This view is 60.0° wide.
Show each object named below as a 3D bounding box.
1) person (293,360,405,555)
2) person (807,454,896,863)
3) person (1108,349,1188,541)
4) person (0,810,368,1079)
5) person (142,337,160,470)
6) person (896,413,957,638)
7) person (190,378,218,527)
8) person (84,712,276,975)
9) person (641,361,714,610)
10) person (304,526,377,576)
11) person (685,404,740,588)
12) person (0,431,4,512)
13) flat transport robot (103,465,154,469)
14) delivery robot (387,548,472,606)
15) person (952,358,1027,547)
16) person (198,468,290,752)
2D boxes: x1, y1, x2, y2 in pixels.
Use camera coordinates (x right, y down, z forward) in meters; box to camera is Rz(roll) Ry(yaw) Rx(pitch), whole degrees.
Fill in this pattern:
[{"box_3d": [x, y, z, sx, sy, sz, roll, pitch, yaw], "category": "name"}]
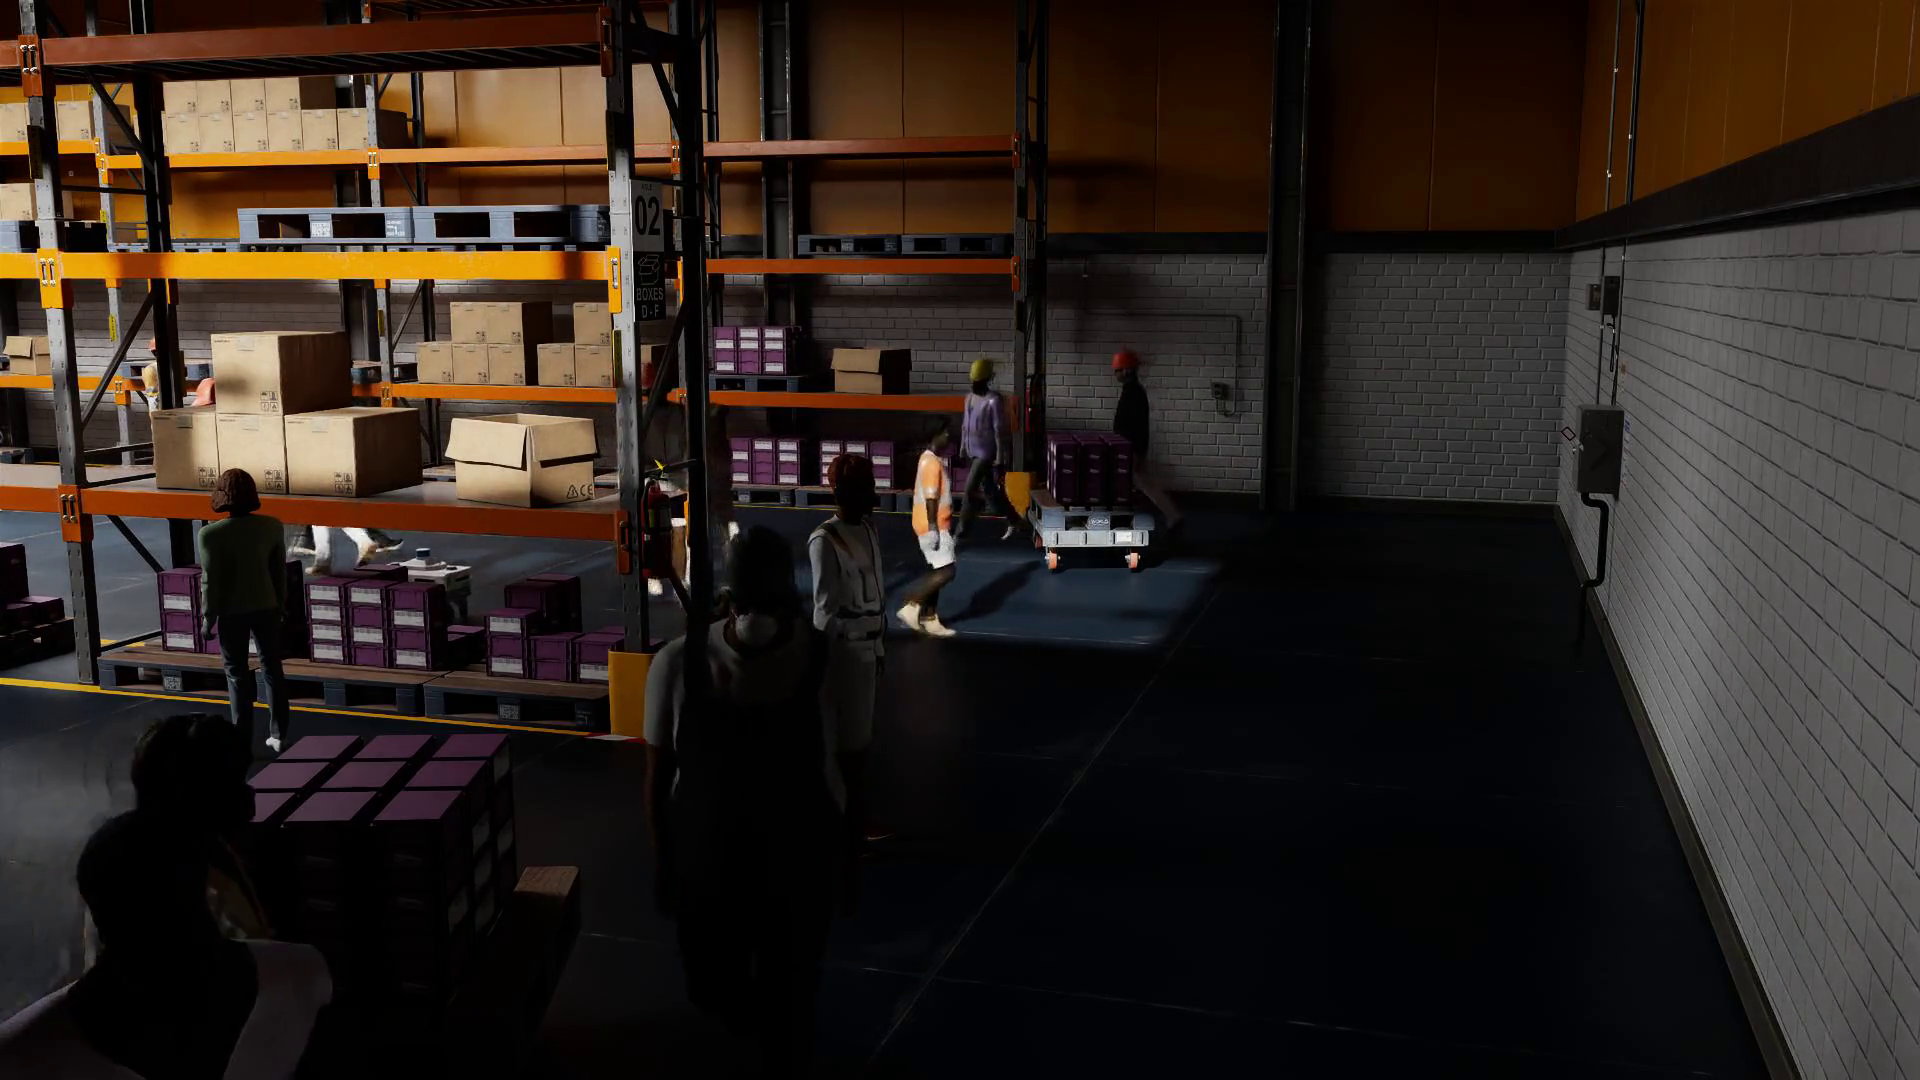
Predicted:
[{"box_3d": [-5.908, -0.803, 15.837, 1.011, 1.920, 0.612, -5, 11, -30], "category": "person"}, {"box_3d": [-0.505, 0.539, 7.755, 0.346, 1.882, 0.584, 3, 10, 18], "category": "person"}, {"box_3d": [1.788, -0.939, 16.605, 1.025, 1.948, 0.632, 2, 10, 12], "category": "person"}, {"box_3d": [-1.235, 1.360, 2.799, 0.958, 1.872, 0.613, 8, 12, 39], "category": "person"}, {"box_3d": [-9.473, -1.462, 19.827, 0.419, 1.946, 0.550, 0, 9, 3], "category": "person"}, {"box_3d": [-0.198, -0.092, 12.185, 0.384, 1.686, 0.552, 0, 9, -1], "category": "person"}, {"box_3d": [-5.432, -0.228, 12.277, 0.552, 1.933, 0.373, 5, 11, 30], "category": "person"}, {"box_3d": [-1.750, 1.254, 3.711, 0.978, 1.791, 0.640, -3, 10, -20], "category": "person"}, {"box_3d": [-2.340, -0.430, 13.302, 0.730, 2.011, 0.517, -5, 11, -28], "category": "person"}, {"box_3d": [-5.552, -0.574, 14.753, 0.575, 1.827, 0.636, 4, 10, 22], "category": "person"}, {"box_3d": [-2.091, -0.363, 14.121, 0.797, 1.597, 0.529, 4, 10, 24], "category": "person"}, {"box_3d": [-10.917, -1.241, 18.664, 0.332, 1.866, 0.514, -1, 9, -5], "category": "person"}, {"box_3d": [-10.238, -0.817, 20.927, 1.431, 0.197, 0.652, -2, 10, -13], "category": "flat transport robot"}, {"box_3d": [-4.159, 0.309, 12.912, 0.707, 0.478, 0.477, 3, 10, 18], "category": "delivery robot"}, {"box_3d": [0.278, -0.874, 16.425, 0.954, 1.873, 0.623, -5, 11, -29], "category": "person"}, {"box_3d": [-3.985, 0.414, 9.277, 0.280, 1.633, 0.503, 7, 12, 36], "category": "person"}]
